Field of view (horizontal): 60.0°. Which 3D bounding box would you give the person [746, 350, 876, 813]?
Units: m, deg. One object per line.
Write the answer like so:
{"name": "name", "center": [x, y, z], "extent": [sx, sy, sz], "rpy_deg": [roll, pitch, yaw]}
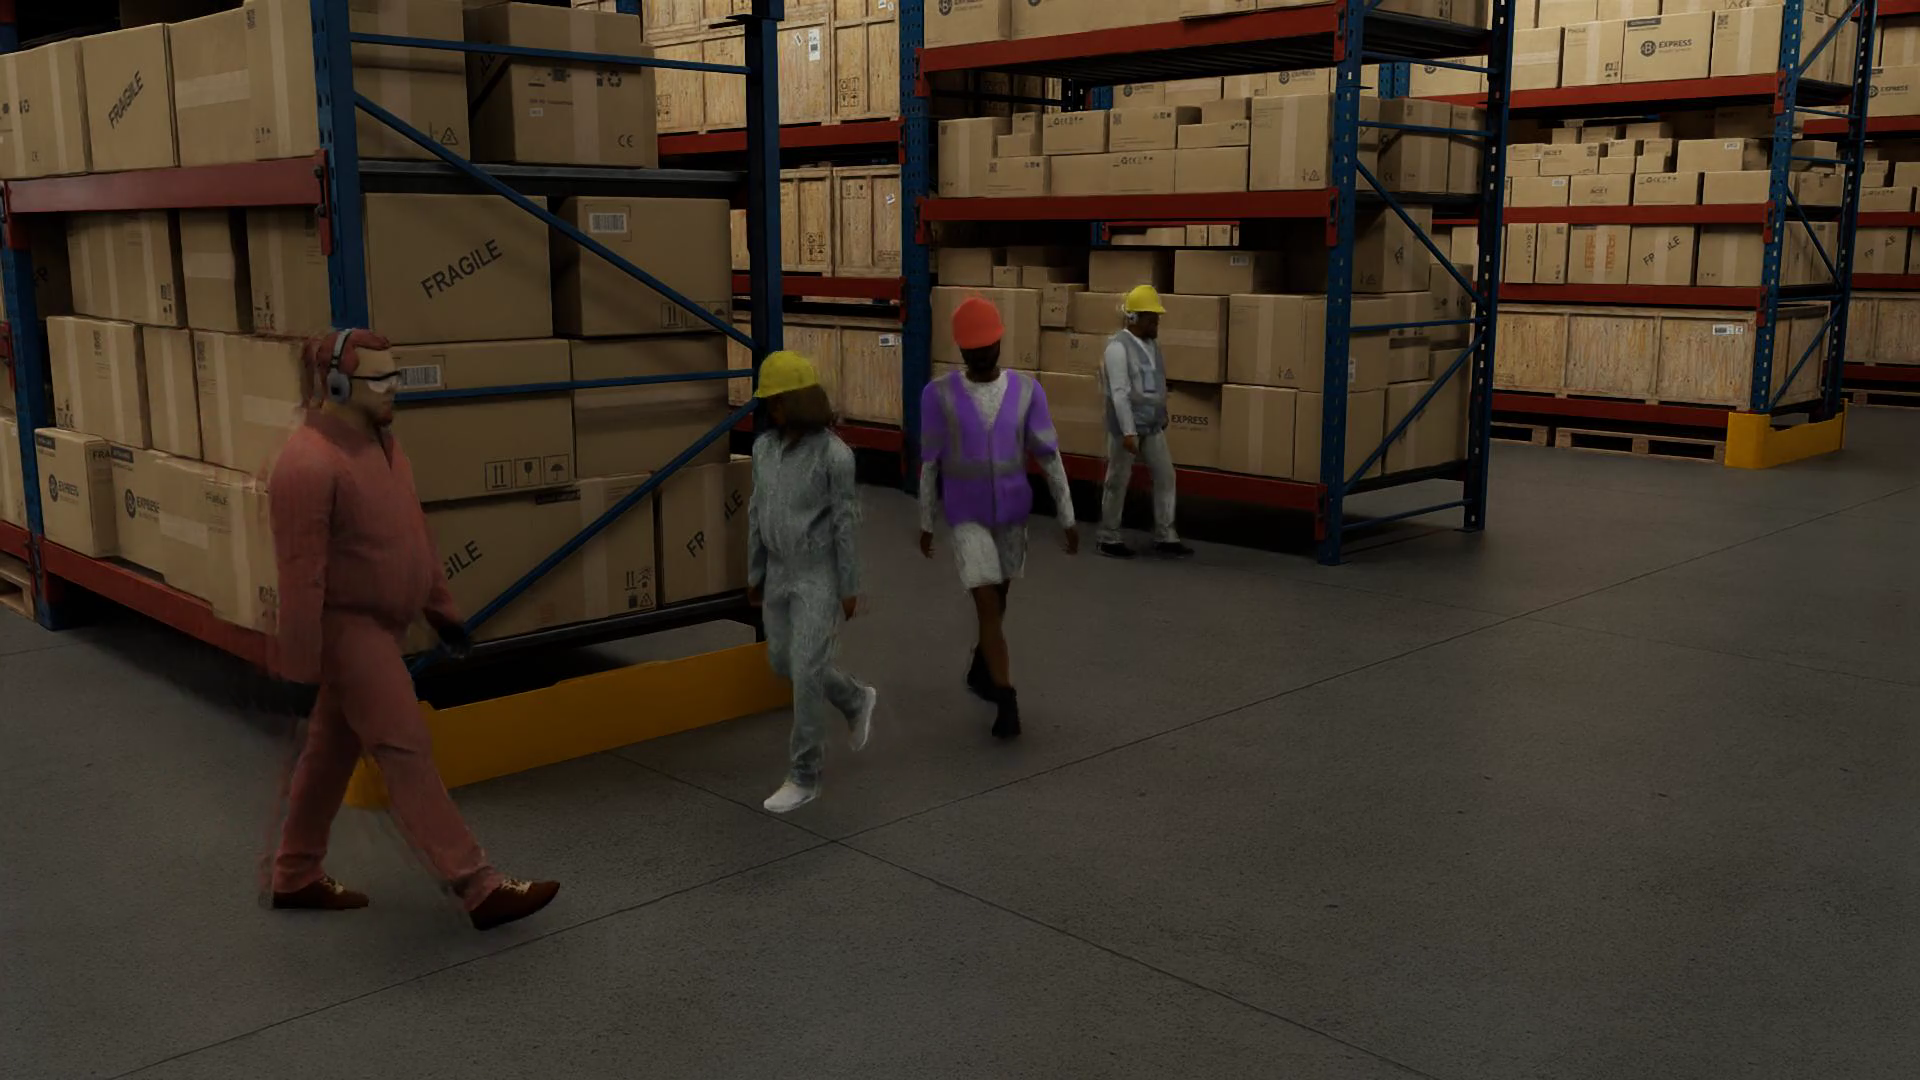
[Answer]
{"name": "person", "center": [-0.550, 0.120, 6.349], "extent": [0.491, 1.713, 0.705], "rpy_deg": [7, 13, 34]}

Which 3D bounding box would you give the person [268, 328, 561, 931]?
{"name": "person", "center": [-1.744, 0.288, 5.100], "extent": [1.003, 1.853, 0.652], "rpy_deg": [0, 10, 0]}

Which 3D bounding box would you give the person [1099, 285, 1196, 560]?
{"name": "person", "center": [1.226, -0.737, 10.810], "extent": [0.763, 1.804, 0.600], "rpy_deg": [9, 14, 40]}

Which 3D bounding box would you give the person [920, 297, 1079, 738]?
{"name": "person", "center": [0.162, -0.119, 7.271], "extent": [0.668, 1.869, 1.015], "rpy_deg": [-2, 11, -9]}
